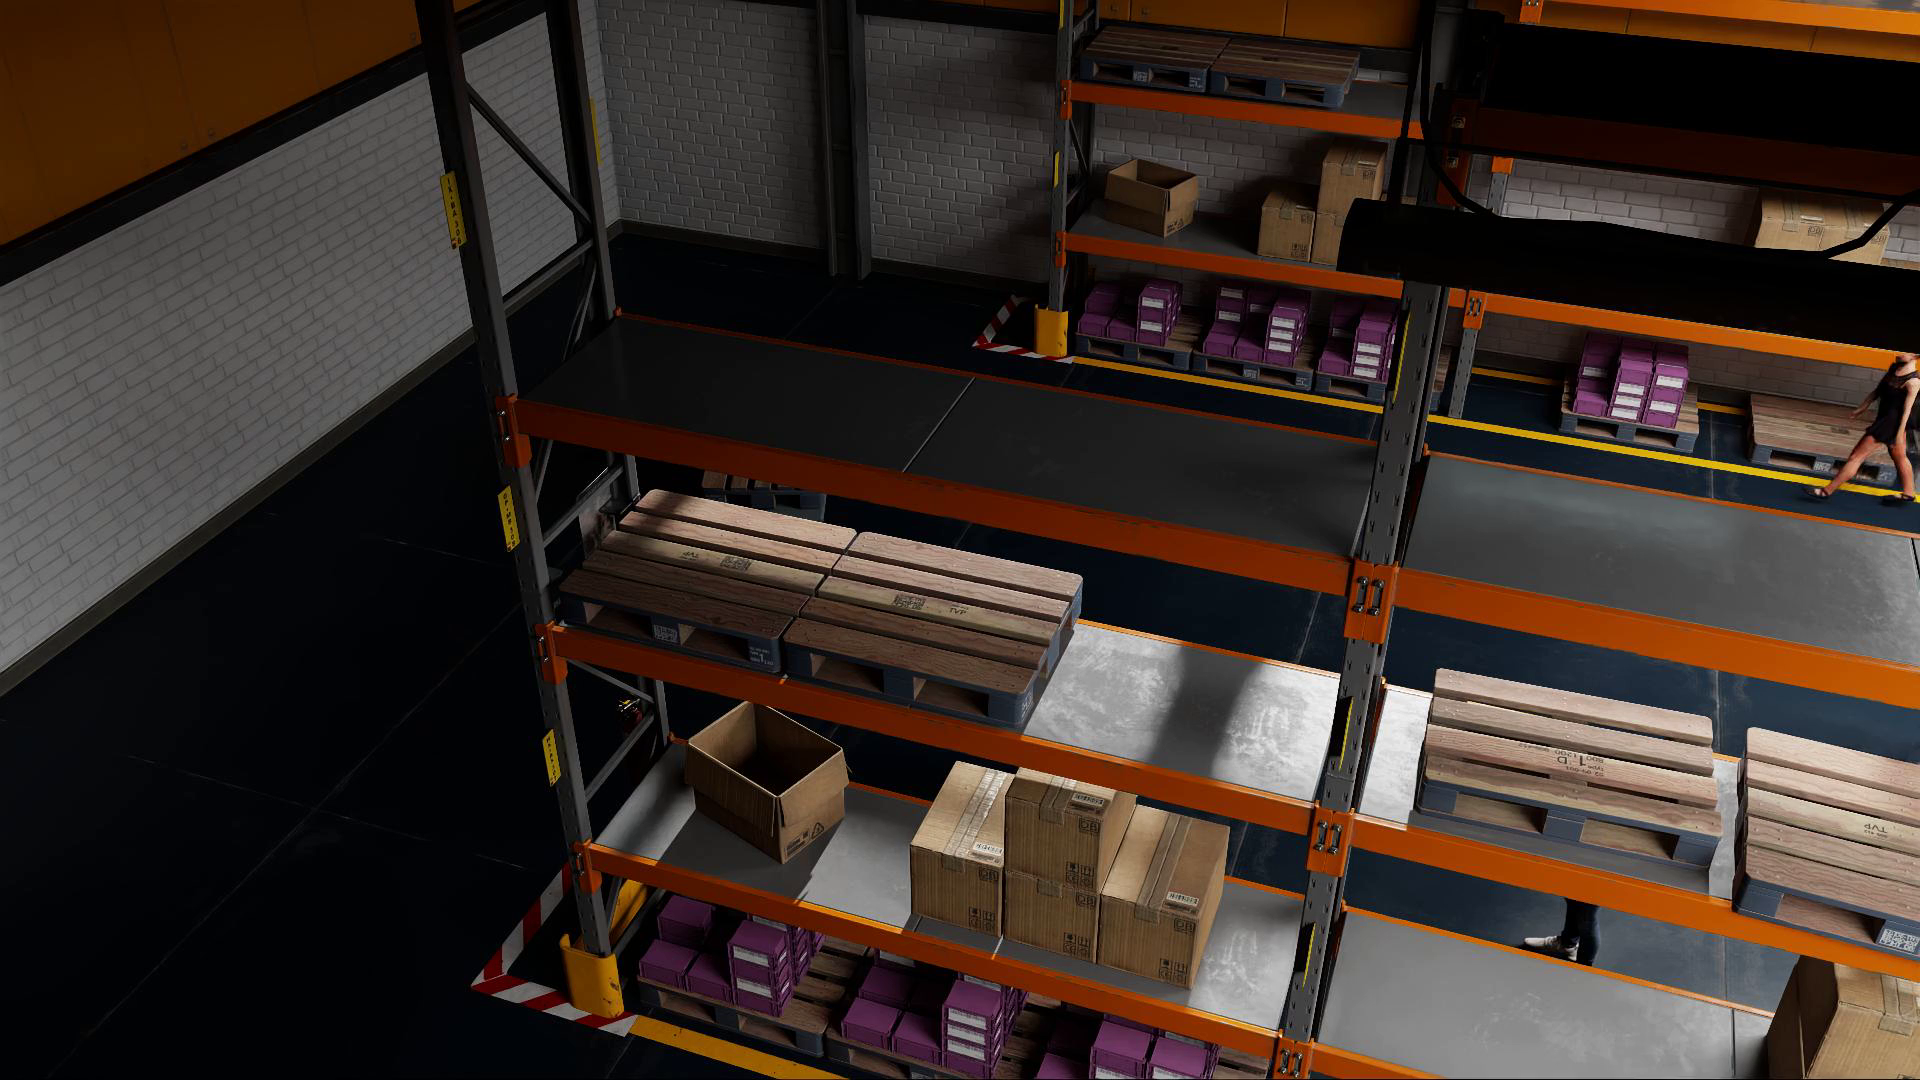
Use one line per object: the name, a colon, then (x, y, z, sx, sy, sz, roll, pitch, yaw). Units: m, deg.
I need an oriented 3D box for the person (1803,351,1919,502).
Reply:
person: (7.950, -0.968, 14.071, 1.176, 1.620, 0.679, 7, 34, 11)
